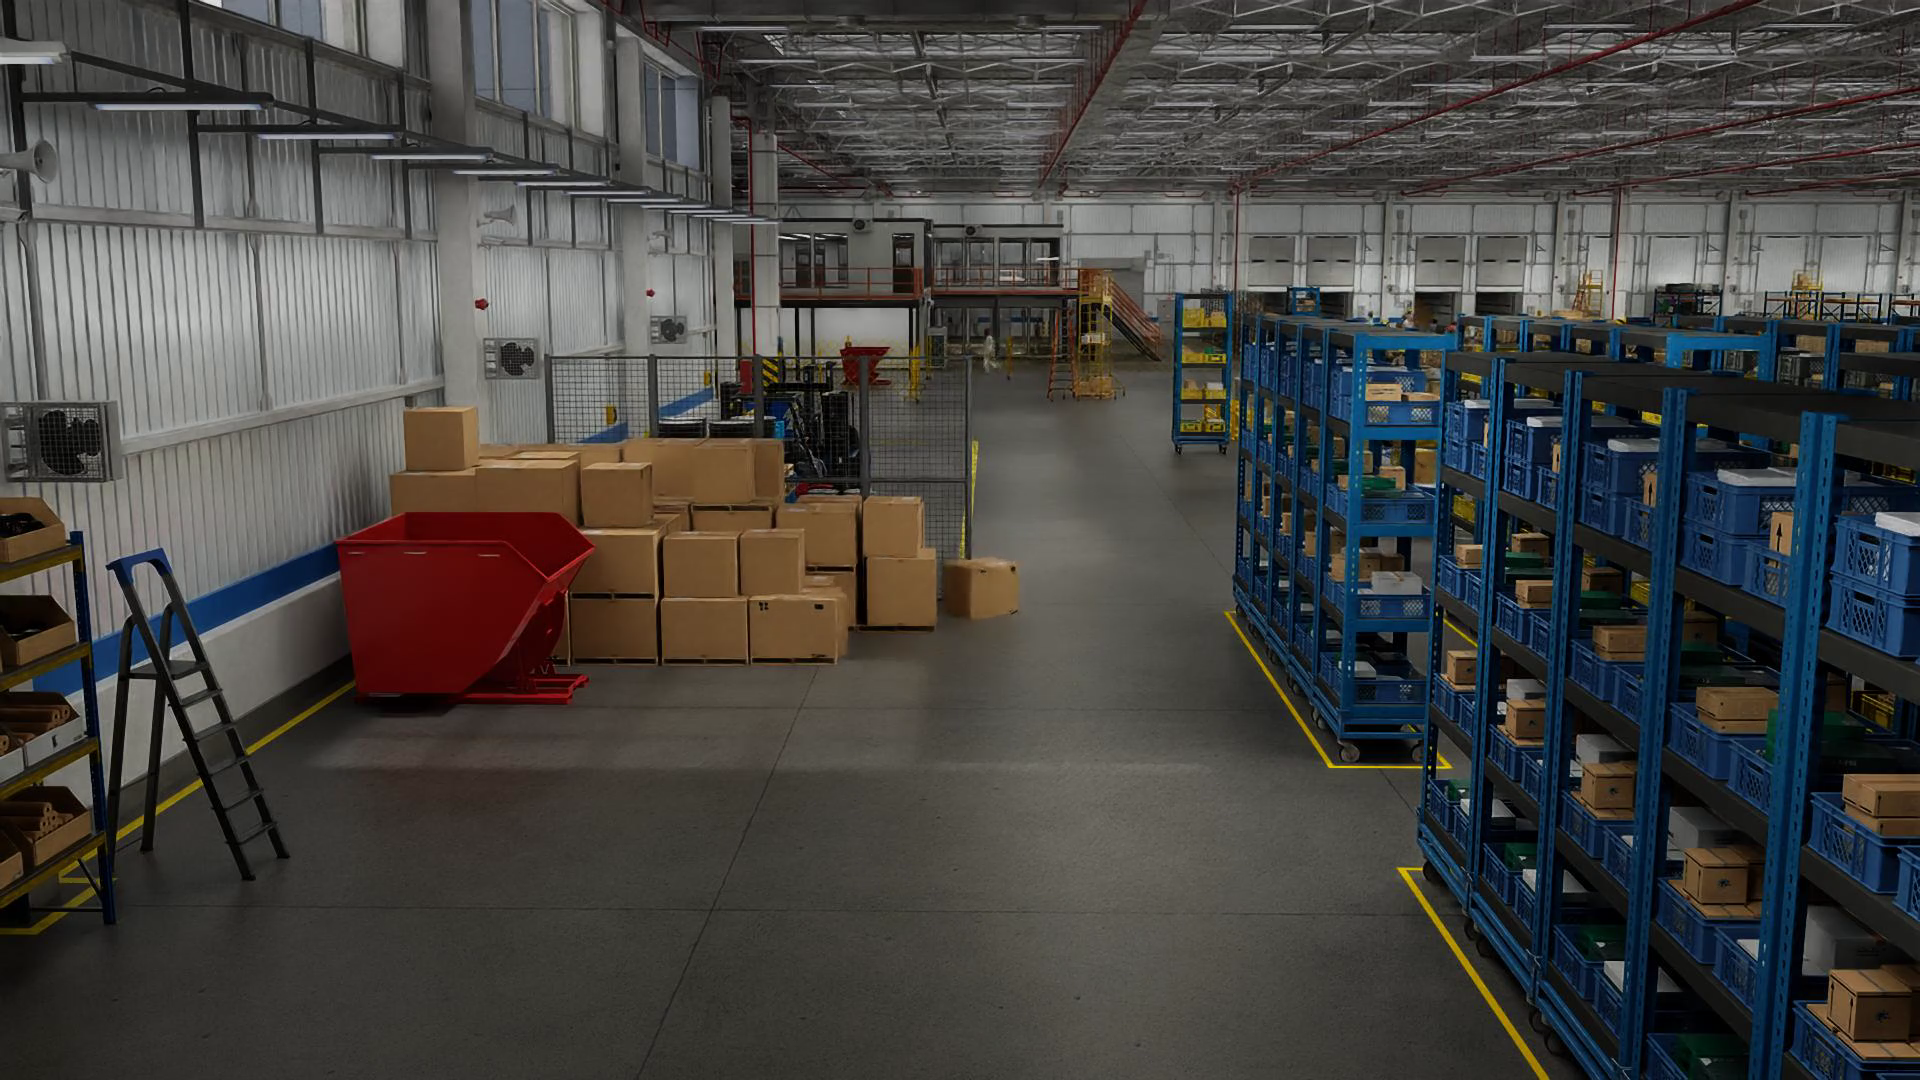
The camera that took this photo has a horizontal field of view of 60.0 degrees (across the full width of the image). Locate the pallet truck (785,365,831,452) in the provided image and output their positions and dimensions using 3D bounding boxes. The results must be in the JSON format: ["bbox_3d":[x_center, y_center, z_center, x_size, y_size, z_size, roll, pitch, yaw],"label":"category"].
[{"bbox_3d":[-3.774,-2.976,37.635,1.885,1.965,0.823,1,9,5],"label":"pallet truck"}]

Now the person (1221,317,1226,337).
[{"bbox_3d":[15.415,-12.469,96.471,0.859,1.913,0.545,7,11,36],"label":"person"}]

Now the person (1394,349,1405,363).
[{"bbox_3d":[13.629,-5.074,51.329,0.533,1.758,0.346,-3,10,-19],"label":"person"}]

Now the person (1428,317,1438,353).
[{"bbox_3d":[22.949,-9.917,80.841,0.938,1.868,0.603,6,11,31],"label":"person"}]

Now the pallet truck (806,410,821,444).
[{"bbox_3d":[-3.559,-2.018,33.905,1.522,1.261,0.704,0,9,-1],"label":"pallet truck"}]

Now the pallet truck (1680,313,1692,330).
[{"bbox_3d":[36.315,-10.531,84.244,0.823,1.965,1.885,-6,11,-33],"label":"pallet truck"}]

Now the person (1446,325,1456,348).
[{"bbox_3d":[18.733,-7.234,63.823,0.806,2.017,0.652,-5,10,-26],"label":"person"}]

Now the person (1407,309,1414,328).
[{"bbox_3d":[25.640,-12.208,94.841,0.398,1.918,0.587,7,12,38],"label":"person"}]

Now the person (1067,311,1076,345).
[{"bbox_3d":[6.065,-11.724,91.795,1.035,1.946,0.644,-7,11,-36],"label":"person"}]

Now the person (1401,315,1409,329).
[{"bbox_3d":[21.961,-10.205,82.538,0.912,1.903,0.655,1,9,6],"label":"person"}]

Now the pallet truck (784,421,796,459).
[{"bbox_3d":[-4.013,-1.793,32.705,1.601,1.201,0.680,0,9,1],"label":"pallet truck"}]

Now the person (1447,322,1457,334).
[{"bbox_3d":[22.353,-9.012,75.484,0.801,1.808,0.661,-8,12,-42],"label":"person"}]

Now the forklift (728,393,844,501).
[{"bbox_3d":[-2.979,-1.316,26.476,2.680,1.987,1.157,0,9,1],"label":"forklift"}]

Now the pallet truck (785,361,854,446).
[{"bbox_3d":[-3.410,-3.193,38.978,1.885,1.965,0.823,0,9,-1],"label":"pallet truck"}]

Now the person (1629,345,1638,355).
[{"bbox_3d":[24.228,-6.518,59.354,0.695,2.000,0.538,4,10,24],"label":"person"}]

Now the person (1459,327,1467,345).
[{"bbox_3d":[21.223,-8.231,70.491,0.550,1.856,0.398,7,11,35],"label":"person"}]

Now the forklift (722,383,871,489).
[{"bbox_3d":[-2.893,-1.687,28.729,2.680,1.987,1.157,0,9,-1],"label":"forklift"}]

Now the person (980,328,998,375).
[{"bbox_3d":[1.134,-7.366,65.114,0.595,1.869,0.597,2,9,14],"label":"person"}]

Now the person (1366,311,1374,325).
[{"bbox_3d":[22.076,-11.347,89.477,0.638,1.930,0.439,-8,12,-40],"label":"person"}]

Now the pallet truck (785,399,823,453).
[{"bbox_3d":[-3.814,-2.432,36.419,1.630,1.274,0.653,0,9,1],"label":"pallet truck"}]
